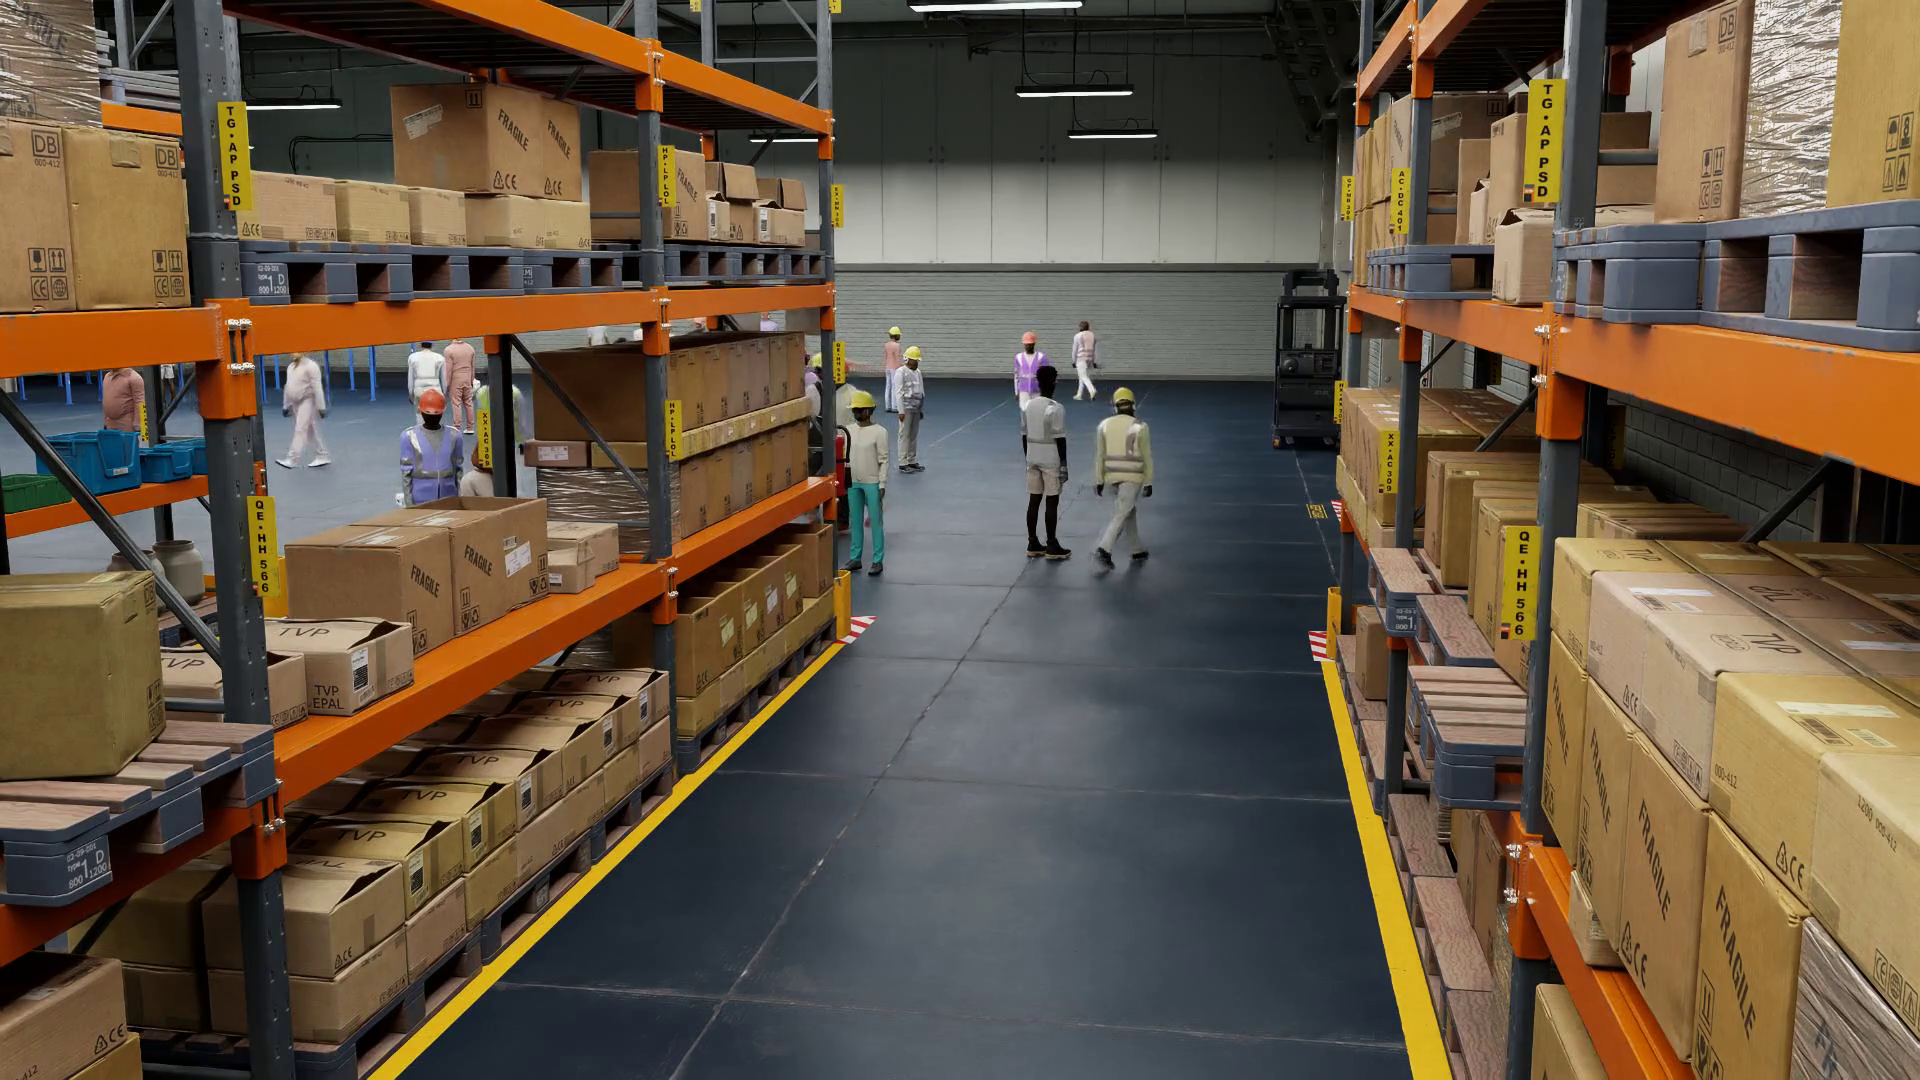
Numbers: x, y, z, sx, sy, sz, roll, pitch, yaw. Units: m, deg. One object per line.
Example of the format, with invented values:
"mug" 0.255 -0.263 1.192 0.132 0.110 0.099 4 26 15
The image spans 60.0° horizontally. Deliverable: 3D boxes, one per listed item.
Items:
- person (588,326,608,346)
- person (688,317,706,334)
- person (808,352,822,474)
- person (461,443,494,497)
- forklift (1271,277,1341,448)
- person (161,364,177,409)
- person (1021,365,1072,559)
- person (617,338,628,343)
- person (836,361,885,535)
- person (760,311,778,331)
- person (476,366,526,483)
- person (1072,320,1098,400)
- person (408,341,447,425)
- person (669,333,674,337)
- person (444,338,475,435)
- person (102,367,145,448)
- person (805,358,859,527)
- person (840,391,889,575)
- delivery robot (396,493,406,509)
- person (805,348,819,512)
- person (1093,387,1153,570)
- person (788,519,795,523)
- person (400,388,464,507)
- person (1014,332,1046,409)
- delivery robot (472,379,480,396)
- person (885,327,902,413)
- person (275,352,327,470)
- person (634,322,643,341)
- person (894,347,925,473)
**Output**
"person" -9.227 -4.842 42.431 0.525 1.813 0.994 -4 10 -24
"person" -5.518 -3.791 35.398 0.633 1.970 0.419 5 10 26
"person" -1.771 -1.437 21.095 0.588 1.904 0.819 -2 9 -14
"person" -3.695 -0.001 13.076 0.275 1.631 0.507 5 10 29
"forklift" 5.847 -3.016 27.970 1.129 2.768 1.873 1 9 9
"person" -16.935 -3.753 35.285 0.373 1.933 0.549 6 11 32
"person" 0.881 -0.802 16.991 0.367 1.966 0.607 -8 12 -41
"person" -6.347 -2.977 31.353 0.553 1.643 0.859 -1 9 -3
"person" -1.217 -1.036 18.400 0.611 1.978 0.642 -5 11 -29
"person" -4.936 -4.909 42.534 0.637 1.901 0.403 1 9 4
"person" -5.468 -1.196 19.852 0.652 1.825 0.506 2 10 15
"person" 2.847 -4.047 37.527 0.625 1.815 0.869 -6 11 -34
"person" -8.723 -2.429 27.240 0.621 1.891 0.897 -4 10 -21
"person" -7.204 -4.503 40.819 0.513 1.641 0.313 2 9 13
"person" -8.921 -2.808 29.565 0.407 1.903 0.639 6 11 34
"person" -10.970 -1.548 21.765 0.643 1.913 0.410 3 10 20
"person" -1.430 -1.106 18.772 0.690 2.000 0.669 2 10 14
"person" -0.929 -0.556 16.092 0.524 1.769 0.314 6 11 31
"delivery robot" -6.032 -0.437 18.926 0.707 0.478 0.477 -5 11 -28
"person" -1.942 -1.371 20.276 0.395 2.040 0.609 4 10 24
"person" 1.589 -0.618 16.458 0.593 1.782 0.919 9 13 43
"person" -1.673 -0.411 14.398 0.574 2.025 0.629 3 10 15
"person" -4.503 -0.343 14.285 0.544 1.927 0.384 -6 11 -34
"person" 1.175 -2.521 27.752 0.554 1.916 0.696 1 9 6
"delivery robot" -11.161 -3.512 37.890 0.477 0.478 0.707 -1 9 -6
"person" -1.362 -3.512 34.320 0.331 1.768 0.526 -6 11 -33
"person" -9.760 -1.967 24.475 0.675 1.859 0.981 7 11 35
"person" -7.577 -4.452 40.024 0.526 1.811 1.034 -5 10 -27
"person" -0.712 -1.903 24.228 0.403 1.822 0.589 5 11 30
